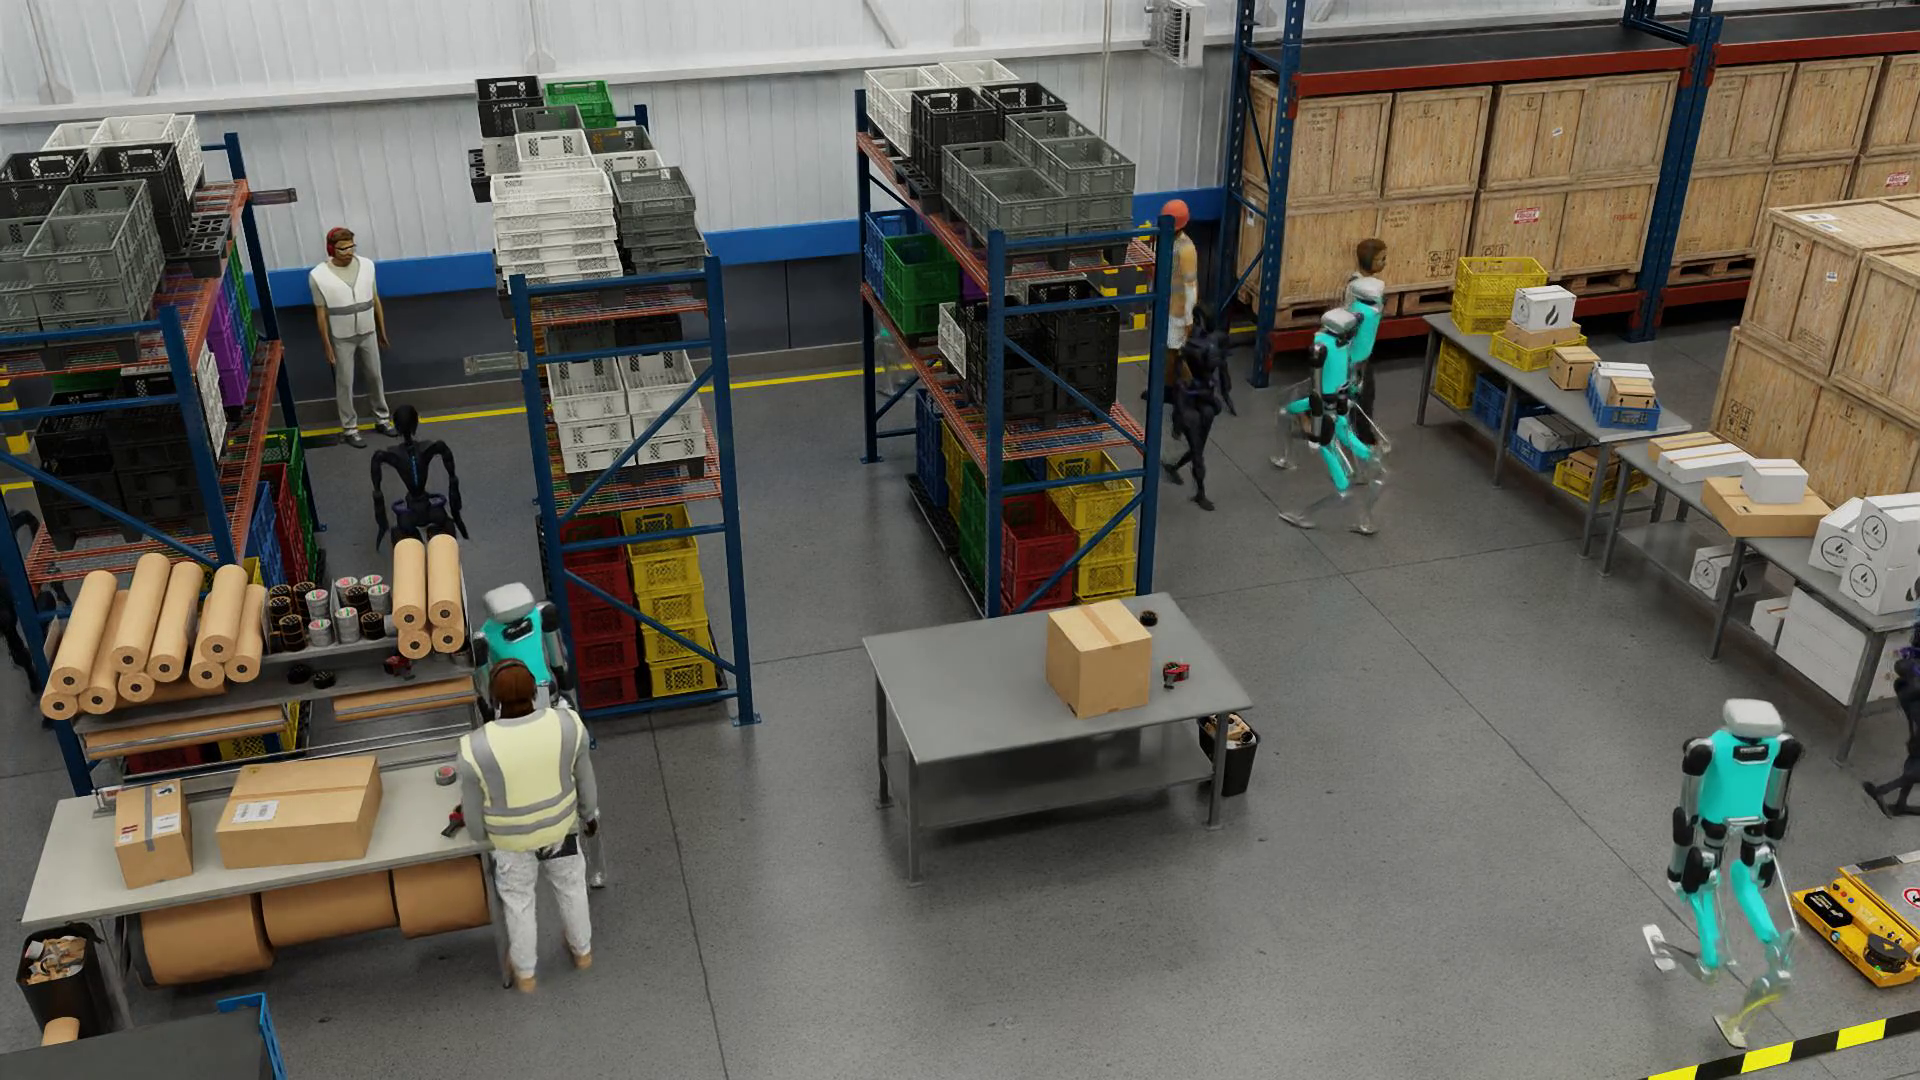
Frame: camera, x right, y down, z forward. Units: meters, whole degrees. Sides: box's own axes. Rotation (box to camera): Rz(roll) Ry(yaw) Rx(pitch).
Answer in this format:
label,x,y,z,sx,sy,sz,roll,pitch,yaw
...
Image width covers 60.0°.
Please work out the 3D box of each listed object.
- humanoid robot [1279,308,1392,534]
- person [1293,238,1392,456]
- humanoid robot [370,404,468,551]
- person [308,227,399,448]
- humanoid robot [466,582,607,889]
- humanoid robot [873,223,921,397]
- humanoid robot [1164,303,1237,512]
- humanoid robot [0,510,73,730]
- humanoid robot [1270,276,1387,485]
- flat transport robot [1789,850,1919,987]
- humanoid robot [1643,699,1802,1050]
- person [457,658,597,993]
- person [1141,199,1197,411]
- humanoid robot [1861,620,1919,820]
label,x,y,z,sx,sy,sz,roll,pitch,yaw
humanoid robot,2.852,-0.783,12.102,0.901,1.780,0.573,20,34,32
person,3.161,-1.572,13.415,0.796,1.822,0.513,8,30,15
humanoid robot,-3.528,-0.091,10.881,0.589,1.642,0.581,-14,32,-24
person,-4.957,-1.671,13.578,0.384,1.835,0.566,25,38,38
humanoid robot,-2.098,1.125,8.665,0.550,1.840,0.775,-24,37,-36
humanoid robot,-0.571,-2.136,14.528,0.848,1.776,0.616,-10,30,-18
humanoid robot,1.804,-1.061,12.679,0.631,1.648,0.673,-16,32,-26
humanoid robot,-5.755,0.315,10.148,0.613,1.630,0.711,-8,30,-13
humanoid robot,2.807,-1.265,12.985,0.982,1.765,0.539,20,35,32
flat transport robot,5.163,1.916,8.676,1.431,0.231,0.659,-8,30,-14
humanoid robot,3.606,1.613,7.713,0.546,1.727,1.027,-2,29,-4
person,-2.069,1.372,8.041,0.632,1.838,0.429,-15,32,-26
person,1.817,-2.004,14.111,0.472,1.915,0.728,-5,29,-9
humanoid robot,5.338,0.824,9.216,0.448,1.644,0.612,3,29,6
